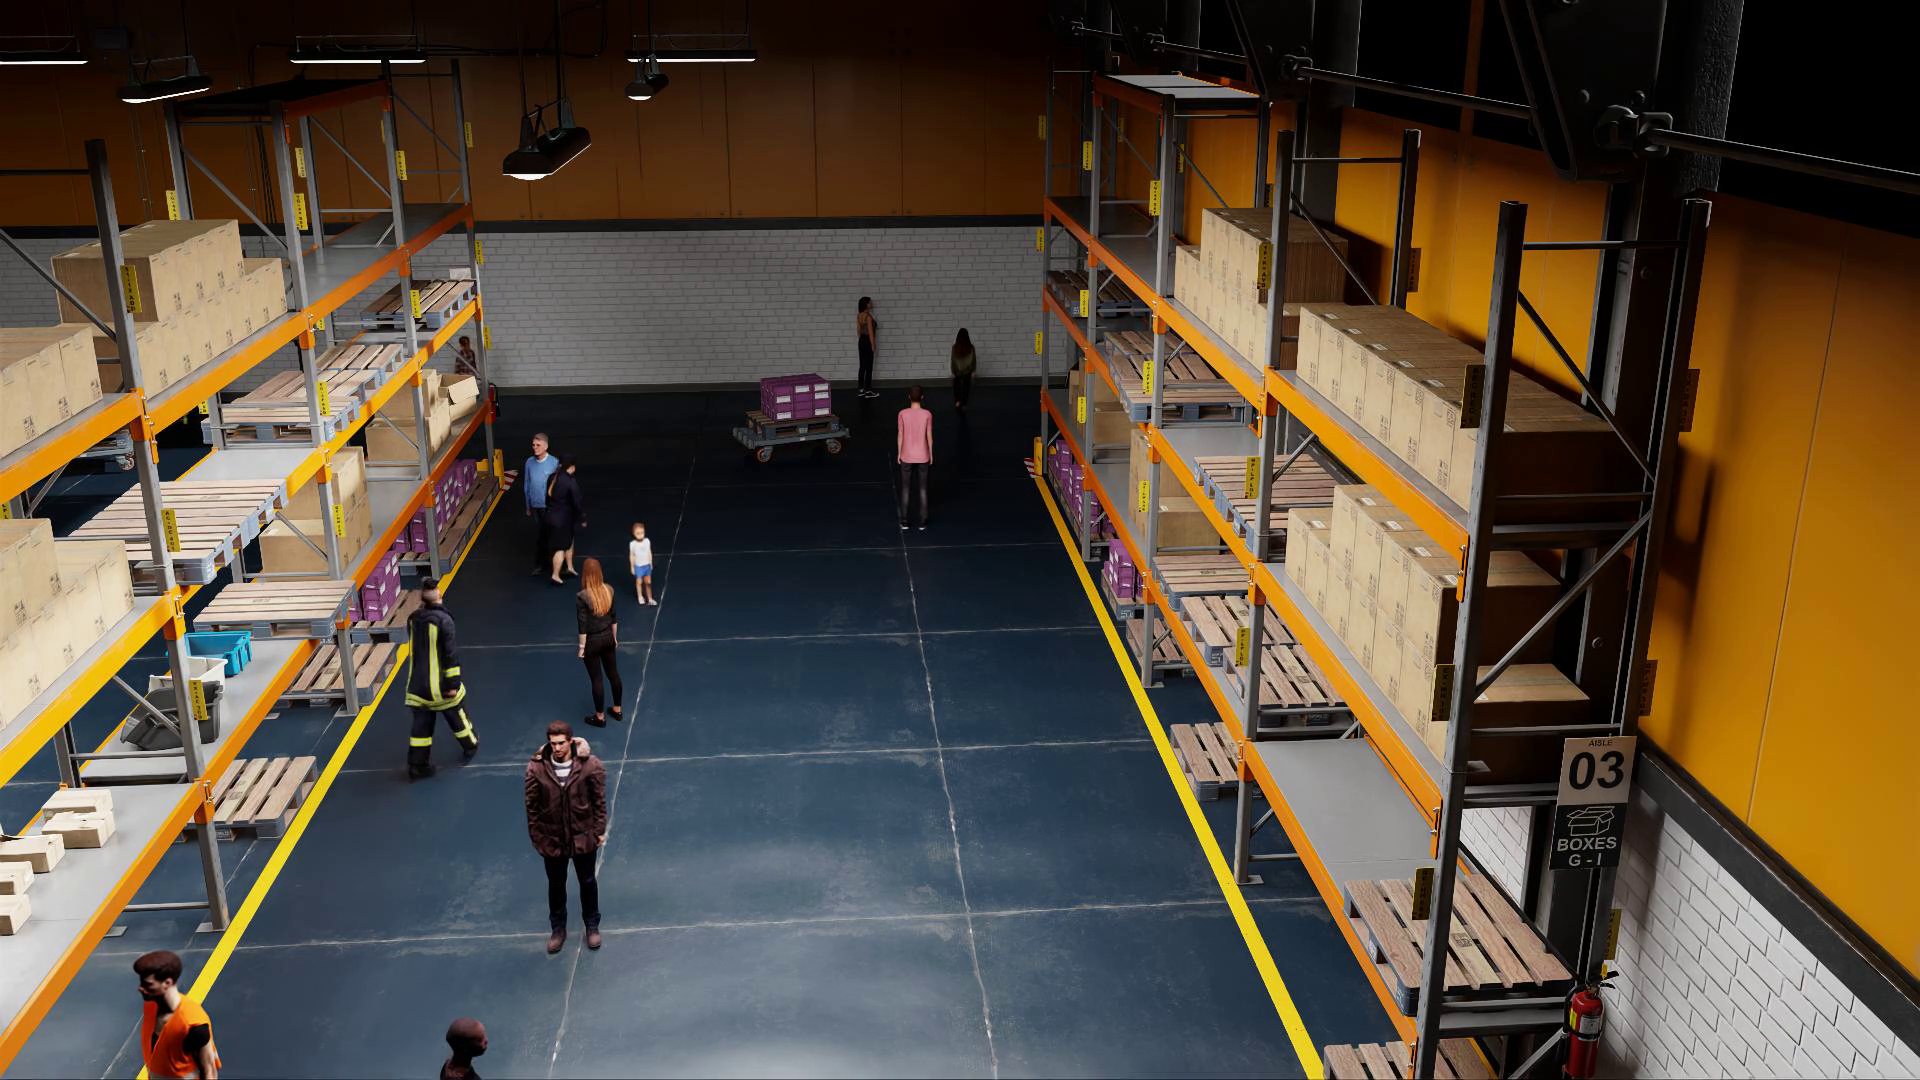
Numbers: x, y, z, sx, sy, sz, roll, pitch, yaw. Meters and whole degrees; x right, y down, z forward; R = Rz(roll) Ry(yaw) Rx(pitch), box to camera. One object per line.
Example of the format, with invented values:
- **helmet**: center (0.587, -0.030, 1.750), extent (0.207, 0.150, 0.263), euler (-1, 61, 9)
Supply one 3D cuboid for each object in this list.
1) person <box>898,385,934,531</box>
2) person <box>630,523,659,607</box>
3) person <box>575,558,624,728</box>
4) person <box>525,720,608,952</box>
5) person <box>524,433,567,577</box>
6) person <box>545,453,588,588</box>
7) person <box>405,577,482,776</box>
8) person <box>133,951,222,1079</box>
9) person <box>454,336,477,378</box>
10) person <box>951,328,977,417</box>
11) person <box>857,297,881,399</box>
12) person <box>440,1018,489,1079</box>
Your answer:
- **person**: center (-0.601, -1.098, 22.131), extent (0.636, 1.958, 0.562), euler (0, 19, -1)
- **person**: center (-3.759, 0.270, 19.555), extent (0.540, 1.008, 0.650), euler (-9, 21, -25)
- **person**: center (-3.534, 0.996, 16.298), extent (0.720, 1.712, 0.677), euler (17, 25, 41)
- **person**: center (-2.948, 2.200, 12.510), extent (0.765, 1.848, 0.682), euler (-3, 19, -9)
- **person**: center (-5.077, -0.450, 20.427), extent (0.717, 1.817, 0.655), euler (3, 19, 10)
- **person**: center (-4.839, -0.194, 19.957), extent (0.877, 1.631, 0.941), euler (15, 24, 37)
- **person**: center (-4.869, 1.288, 15.236), extent (1.073, 1.837, 1.235), euler (9, 21, 26)
- **person**: center (-4.429, 3.180, 9.543), extent (0.802, 1.884, 0.839), euler (12, 22, 31)
- **person**: center (-8.380, -2.814, 28.253), extent (0.708, 1.302, 0.643), euler (13, 23, 34)
- **person**: center (0.053, -2.814, 28.016), extent (0.589, 1.454, 0.770), euler (-1, 19, -4)
- **person**: center (-1.660, -3.412, 29.296), extent (0.753, 1.769, 0.639), euler (-12, 22, -32)
- **person**: center (-2.759, 3.415, 9.079), extent (0.769, 1.735, 0.803), euler (-6, 20, -17)
